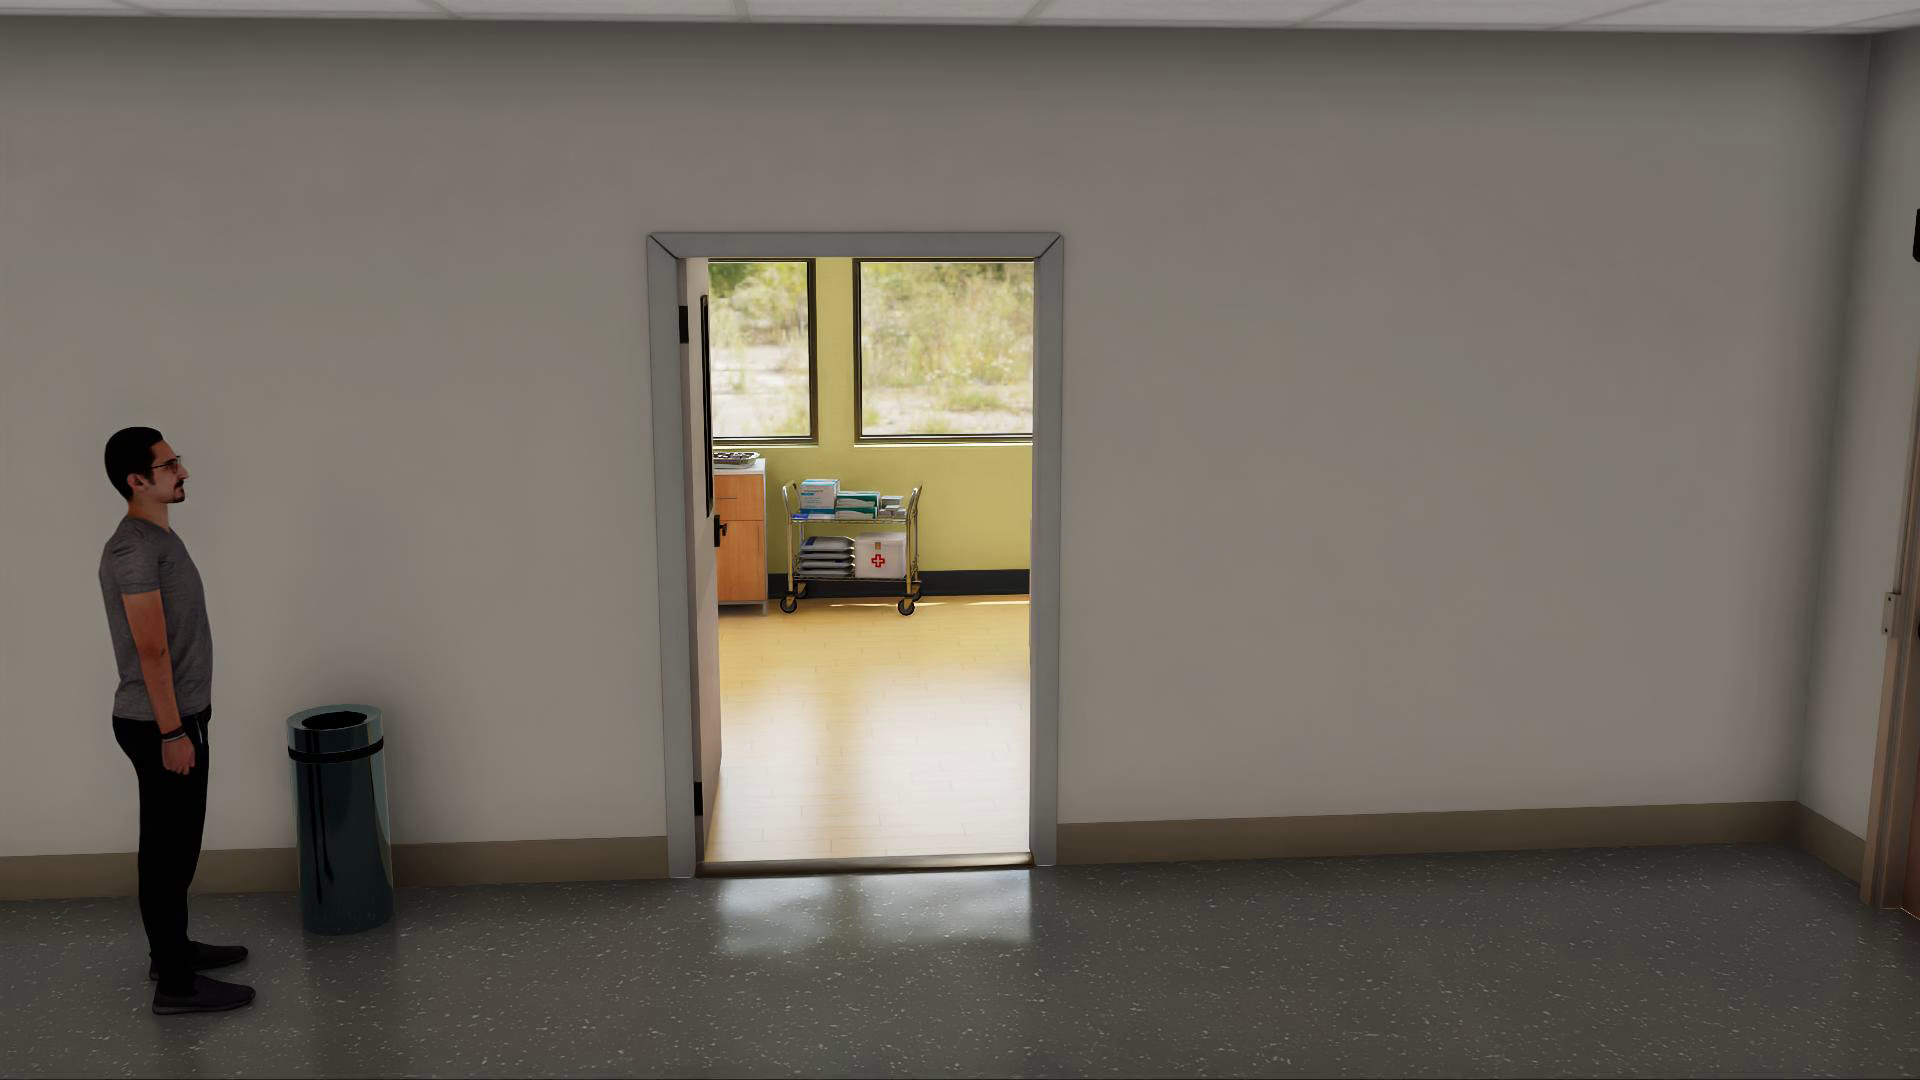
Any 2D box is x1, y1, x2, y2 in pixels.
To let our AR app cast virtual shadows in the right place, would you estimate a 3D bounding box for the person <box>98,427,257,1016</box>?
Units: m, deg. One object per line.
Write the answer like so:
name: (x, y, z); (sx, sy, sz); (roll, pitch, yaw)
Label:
person: (-2.404, 0.526, 5.020); (0.664, 1.755, 0.689); (-5, 12, -24)
